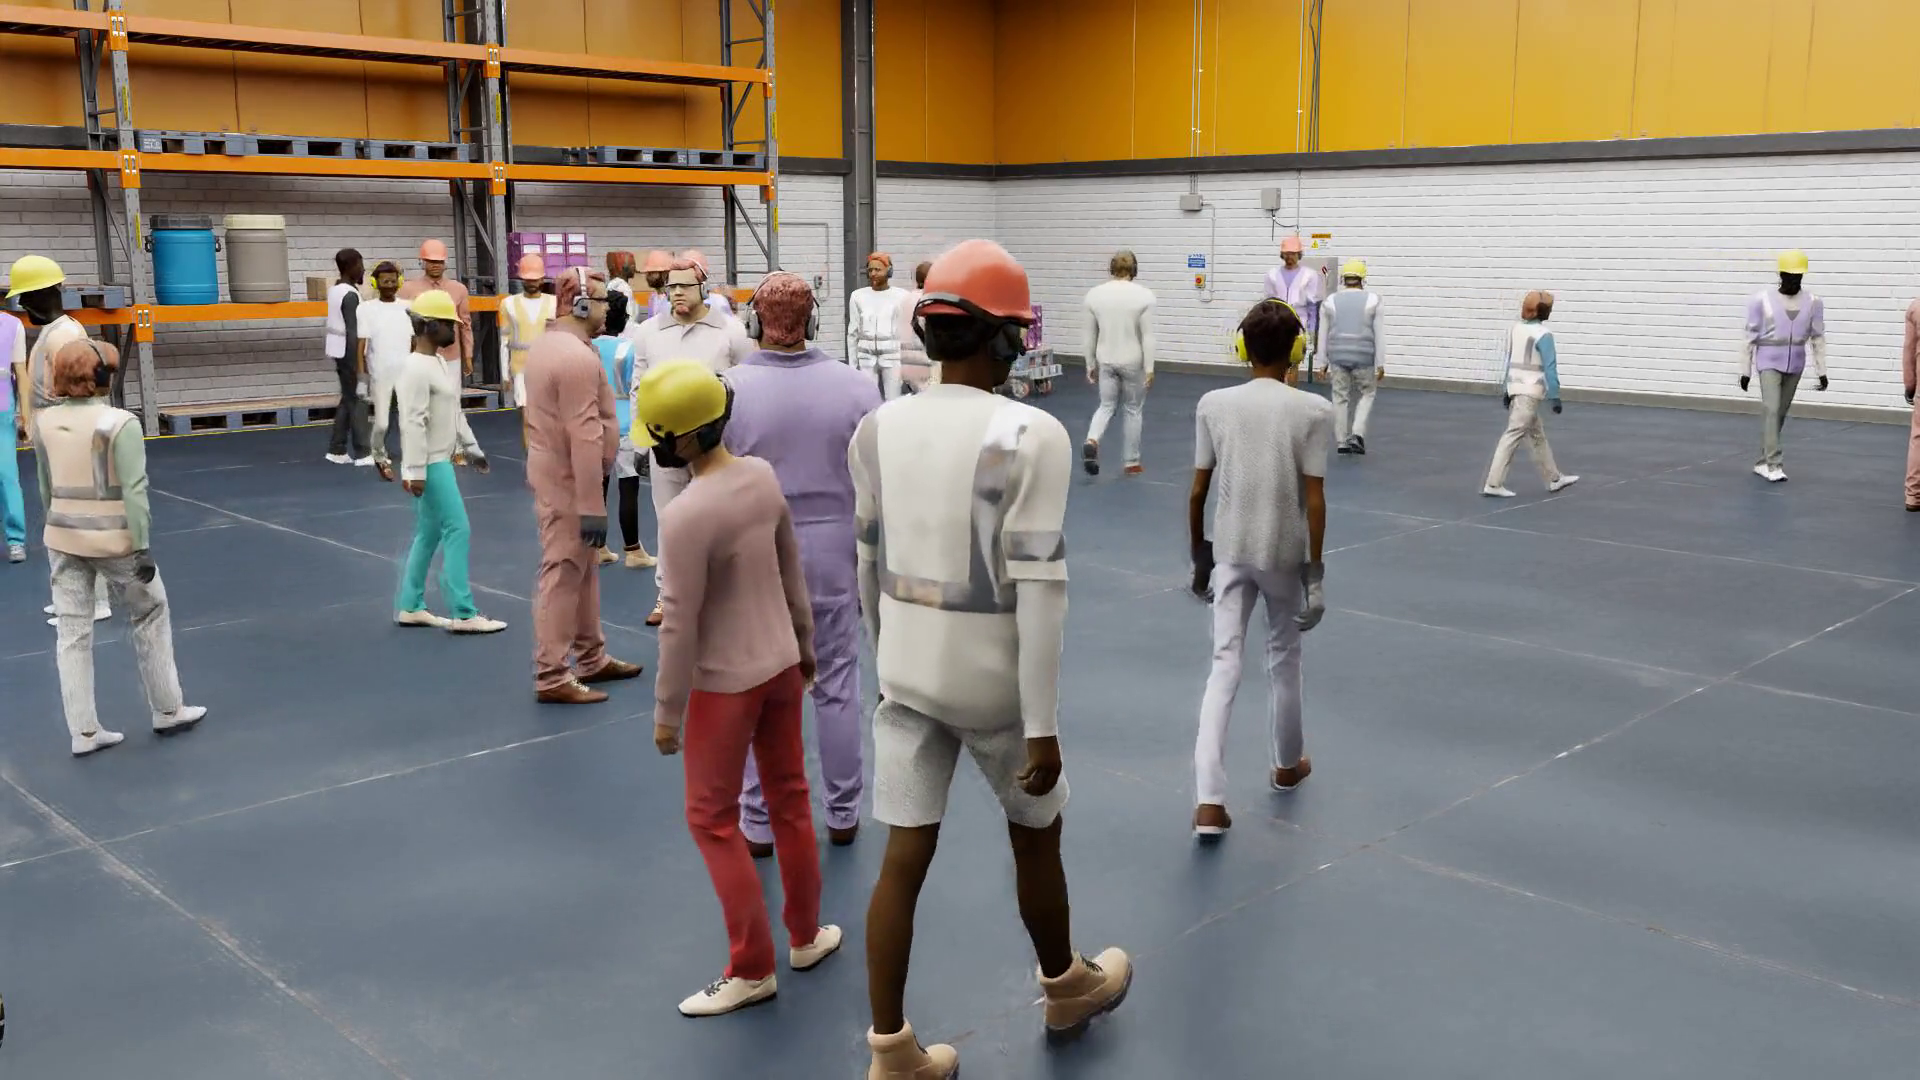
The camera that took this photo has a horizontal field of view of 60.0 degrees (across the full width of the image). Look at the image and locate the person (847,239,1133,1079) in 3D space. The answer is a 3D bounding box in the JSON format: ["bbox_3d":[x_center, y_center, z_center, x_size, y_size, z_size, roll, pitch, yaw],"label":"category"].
[{"bbox_3d":[0.073,0.306,3.972,0.650,1.998,0.960,8,13,36],"label":"person"}]

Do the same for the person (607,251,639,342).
[{"bbox_3d":[-3.566,-2.062,17.287,0.578,1.869,0.577,-4,11,-22],"label":"person"}]

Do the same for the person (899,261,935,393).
[{"bbox_3d":[-0.295,-1.305,13.270,0.519,1.821,0.662,-4,11,-22],"label":"person"}]

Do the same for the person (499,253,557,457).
[{"bbox_3d":[-3.497,-1.407,13.688,0.541,1.885,1.018,-3,11,-17],"label":"person"}]

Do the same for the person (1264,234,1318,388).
[{"bbox_3d":[3.763,-2.453,18.951,0.608,2.031,0.577,4,11,22],"label":"person"}]

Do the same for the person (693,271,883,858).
[{"bbox_3d":[-0.562,0.087,5.438,0.643,1.909,0.410,-4,11,-20],"label":"person"}]

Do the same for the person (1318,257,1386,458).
[{"bbox_3d":[3.564,-1.650,15.128,0.617,1.821,0.426,5,11,24],"label":"person"}]

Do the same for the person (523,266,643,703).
[{"bbox_3d":[-1.626,-0.233,7.292,0.657,1.883,0.686,-5,11,-24],"label":"person"}]

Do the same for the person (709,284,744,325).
[{"bbox_3d":[-1.880,-1.348,14.045,0.523,1.619,0.520,-6,12,-28],"label":"person"}]

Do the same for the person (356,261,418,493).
[{"bbox_3d":[-4.599,-1.320,13.354,0.551,1.834,0.899,-7,12,-33],"label":"person"}]

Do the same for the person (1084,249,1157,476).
[{"bbox_3d":[1.301,-1.448,13.809,0.636,1.921,0.740,5,12,27],"label":"person"}]

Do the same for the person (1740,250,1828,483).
[{"bbox_3d":[6.769,-1.404,13.585,0.608,1.887,0.893,0,10,0],"label":"person"}]

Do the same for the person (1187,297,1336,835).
[{"bbox_3d":[1.014,0.076,5.762,0.537,1.820,0.989,5,11,24],"label":"person"}]

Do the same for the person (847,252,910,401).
[{"bbox_3d":[-0.670,-1.481,14.048,0.585,1.882,0.343,2,11,13],"label":"person"}]

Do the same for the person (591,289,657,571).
[{"bbox_3d":[-2.089,-0.659,10.070,0.531,1.698,0.320,5,12,27],"label":"person"}]

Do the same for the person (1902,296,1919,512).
[{"bbox_3d":[7.187,-1.129,12.066,0.399,1.908,0.643,-7,13,-34],"label":"person"}]

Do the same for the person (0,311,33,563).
[{"bbox_3d":[-6.038,-0.763,10.266,0.586,1.838,0.374,-4,11,-18],"label":"person"}]

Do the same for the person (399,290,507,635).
[{"bbox_3d":[-2.652,-0.396,8.509,0.578,1.741,0.546,-2,11,-8],"label":"person"}]

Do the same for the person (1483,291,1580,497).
[{"bbox_3d":[4.461,-1.116,12.837,0.861,1.587,0.536,-2,11,-8],"label":"person"}]

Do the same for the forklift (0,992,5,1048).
[{"bbox_3d":[-3.245,0.323,3.363,2.313,2.155,1.214,2,11,13],"label":"forklift"}]

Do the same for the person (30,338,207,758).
[{"bbox_3d":[-3.343,0.012,6.605,0.540,1.614,0.674,2,11,13],"label":"person"}]

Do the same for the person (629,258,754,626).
[{"bbox_3d":[-1.391,-0.496,8.613,0.655,1.906,0.407,1,10,5],"label":"person"}]

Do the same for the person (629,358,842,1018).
[{"bbox_3d":[-0.571,0.364,4.440,0.338,1.720,0.683,5,12,26],"label":"person"}]

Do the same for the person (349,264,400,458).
[{"bbox_3d":[-5.108,-1.624,15.107,0.524,1.787,0.984,10,14,44],"label":"person"}]

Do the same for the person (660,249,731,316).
[{"bbox_3d":[-1.999,-1.241,12.661,0.569,1.914,0.496,-5,11,-25],"label":"person"}]

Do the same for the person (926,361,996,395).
[{"bbox_3d":[-0.099,-0.638,9.647,0.681,1.807,0.617,-1,10,-7],"label":"person"}]

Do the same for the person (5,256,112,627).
[{"bbox_3d":[-4.679,-0.511,8.666,0.380,1.917,0.585,-6,12,-28],"label":"person"}]

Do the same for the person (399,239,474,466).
[{"bbox_3d":[-4.558,-1.617,14.522,0.620,1.990,0.400,-5,12,-26],"label":"person"}]

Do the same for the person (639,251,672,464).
[{"bbox_3d":[-2.584,-1.557,14.474,1.001,1.878,0.567,-7,13,-34],"label":"person"}]

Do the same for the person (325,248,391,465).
[{"bbox_3d":[-5.353,-1.599,14.647,0.414,1.931,0.610,-7,12,-32],"label":"person"}]
